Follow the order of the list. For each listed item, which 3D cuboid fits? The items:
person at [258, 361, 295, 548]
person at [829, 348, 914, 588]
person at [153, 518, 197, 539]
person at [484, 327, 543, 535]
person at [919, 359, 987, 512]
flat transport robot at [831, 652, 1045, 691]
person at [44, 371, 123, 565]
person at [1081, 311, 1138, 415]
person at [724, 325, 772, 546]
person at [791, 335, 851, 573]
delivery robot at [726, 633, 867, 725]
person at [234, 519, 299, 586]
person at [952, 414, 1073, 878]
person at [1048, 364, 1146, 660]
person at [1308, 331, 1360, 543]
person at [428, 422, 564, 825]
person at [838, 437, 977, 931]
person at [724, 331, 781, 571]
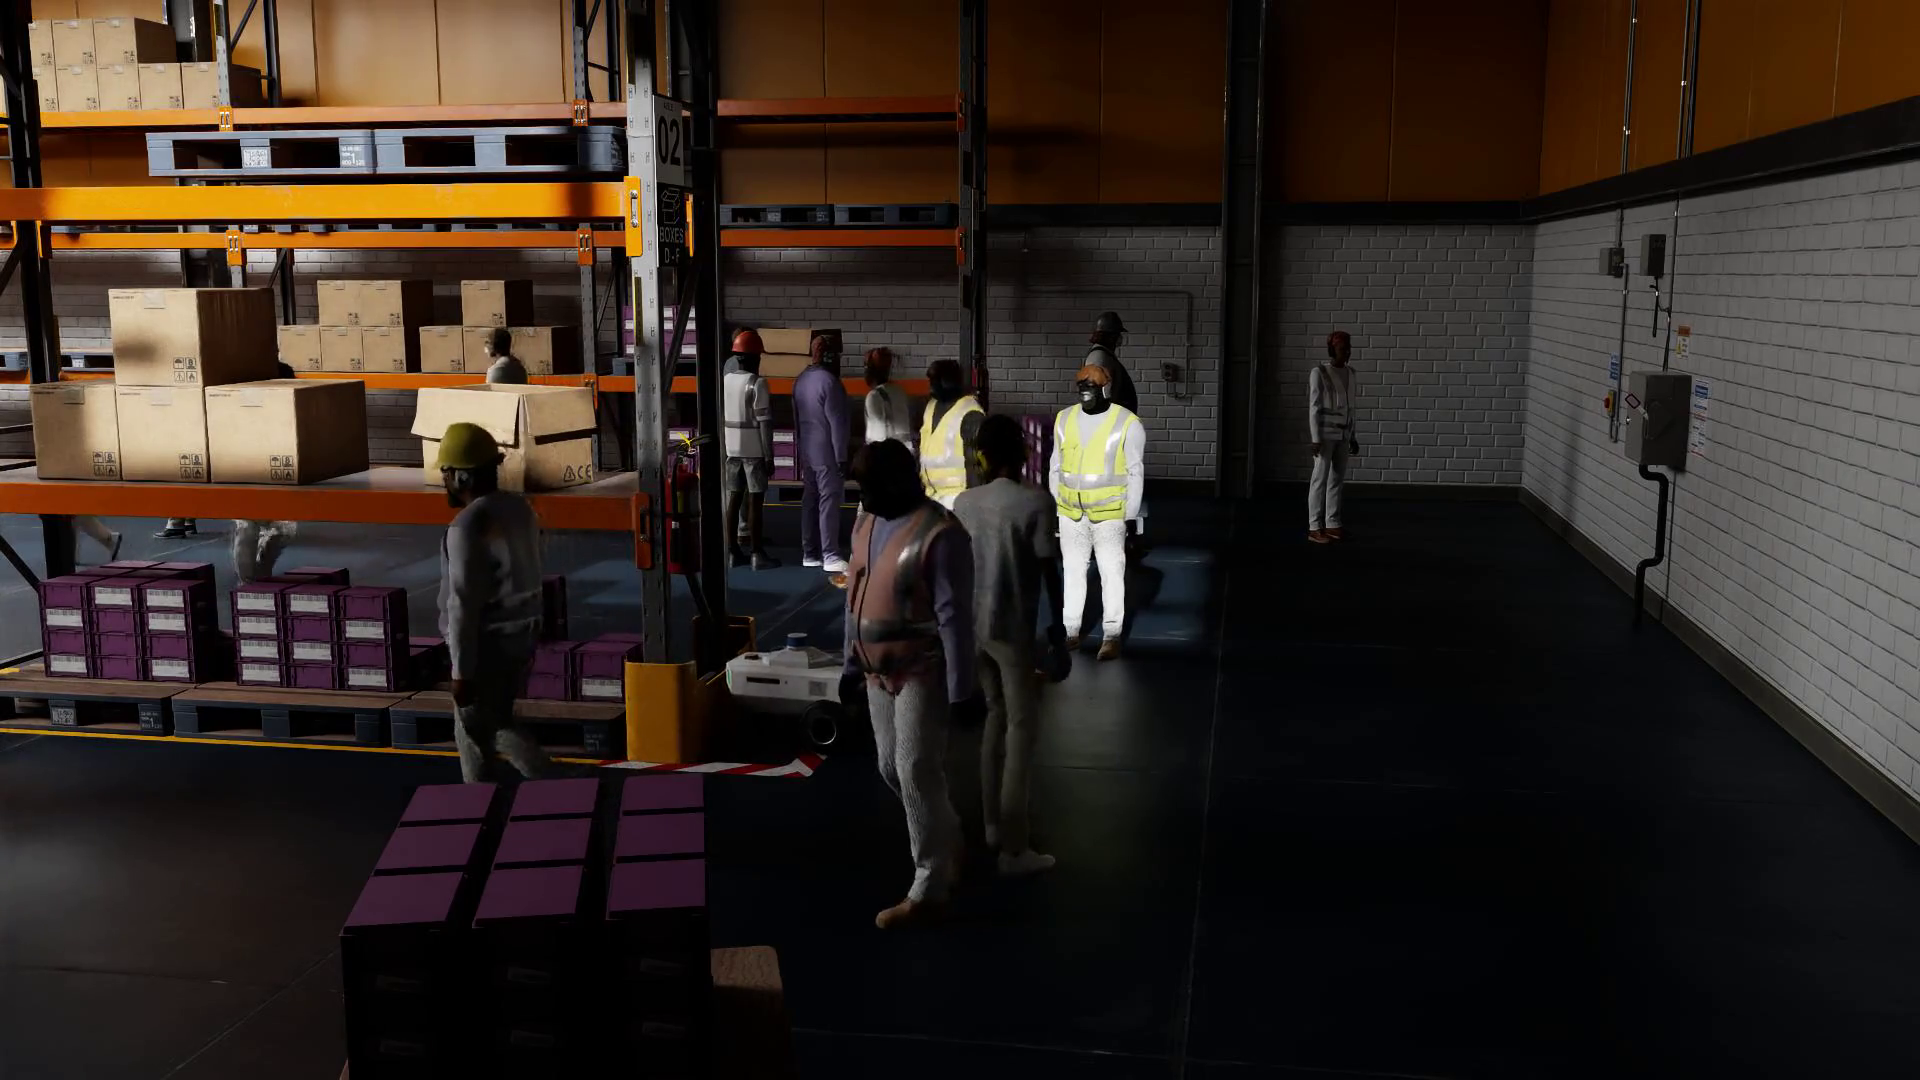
[{"bbox_3d":[-6.138,-0.925,14.626,0.641,1.972,0.527,-3,10,-17],"label":"person"},{"bbox_3d":[-0.611,-0.515,12.487,0.912,1.834,0.581,5,10,28],"label":"person"},{"bbox_3d":[-7.157,-0.922,15.045,0.403,1.834,0.589,0,9,0],"label":"person"},{"bbox_3d":[-4.270,-0.979,15.192,0.957,1.896,0.656,0,9,3],"label":"person"},{"bbox_3d":[-0.023,-0.341,11.473,0.609,1.821,0.665,-6,11,-33],"label":"person"},{"bbox_3d":[-0.296,0.752,9.492,1.431,0.197,0.652,-5,10,-27],"label":"flat transport robot"},{"bbox_3d":[-7.197,-0.570,13.544,0.643,1.616,0.518,0,9,-2],"label":"person"},{"bbox_3d":[1.421,-1.155,15.851,0.536,2.000,0.681,0,9,2],"label":"person"},{"bbox_3d":[-1.915,-0.918,14.697,0.378,1.940,0.628,-4,10,-23],"label":"person"},{"bbox_3d":[-1.073,-0.694,13.403,0.405,1.911,0.636,-7,11,-36],"label":"person"},{"bbox_3d":[-0.830,0.720,8.525,0.707,0.478,0.477,3,10,17],"label":"delivery robot"},{"bbox_3d":[-4.964,-0.431,11.721,0.433,1.921,0.644,6,11,32],"label":"person"},{"bbox_3d":[0.190,0.411,6.785,0.557,1.829,0.594,7,12,38],"label":"person"},{"bbox_3d":[0.832,-0.173,10.377,0.624,1.845,0.430,5,11,29],"label":"person"},{"bbox_3d":[3.343,-0.918,14.866,0.572,1.883,0.353,-7,11,-36],"label":"person"},{"bbox_3d":[-1.866,0.424,6.736,0.510,1.812,0.607,2,9,13],"label":"person"},{"bbox_3d":[-0.136,0.503,6.325,0.619,1.799,0.667,-6,11,-35],"label":"person"},{"bbox_3d":[-1.709,-0.723,13.490,0.553,1.935,0.362,6,11,35],"label":"person"}]
